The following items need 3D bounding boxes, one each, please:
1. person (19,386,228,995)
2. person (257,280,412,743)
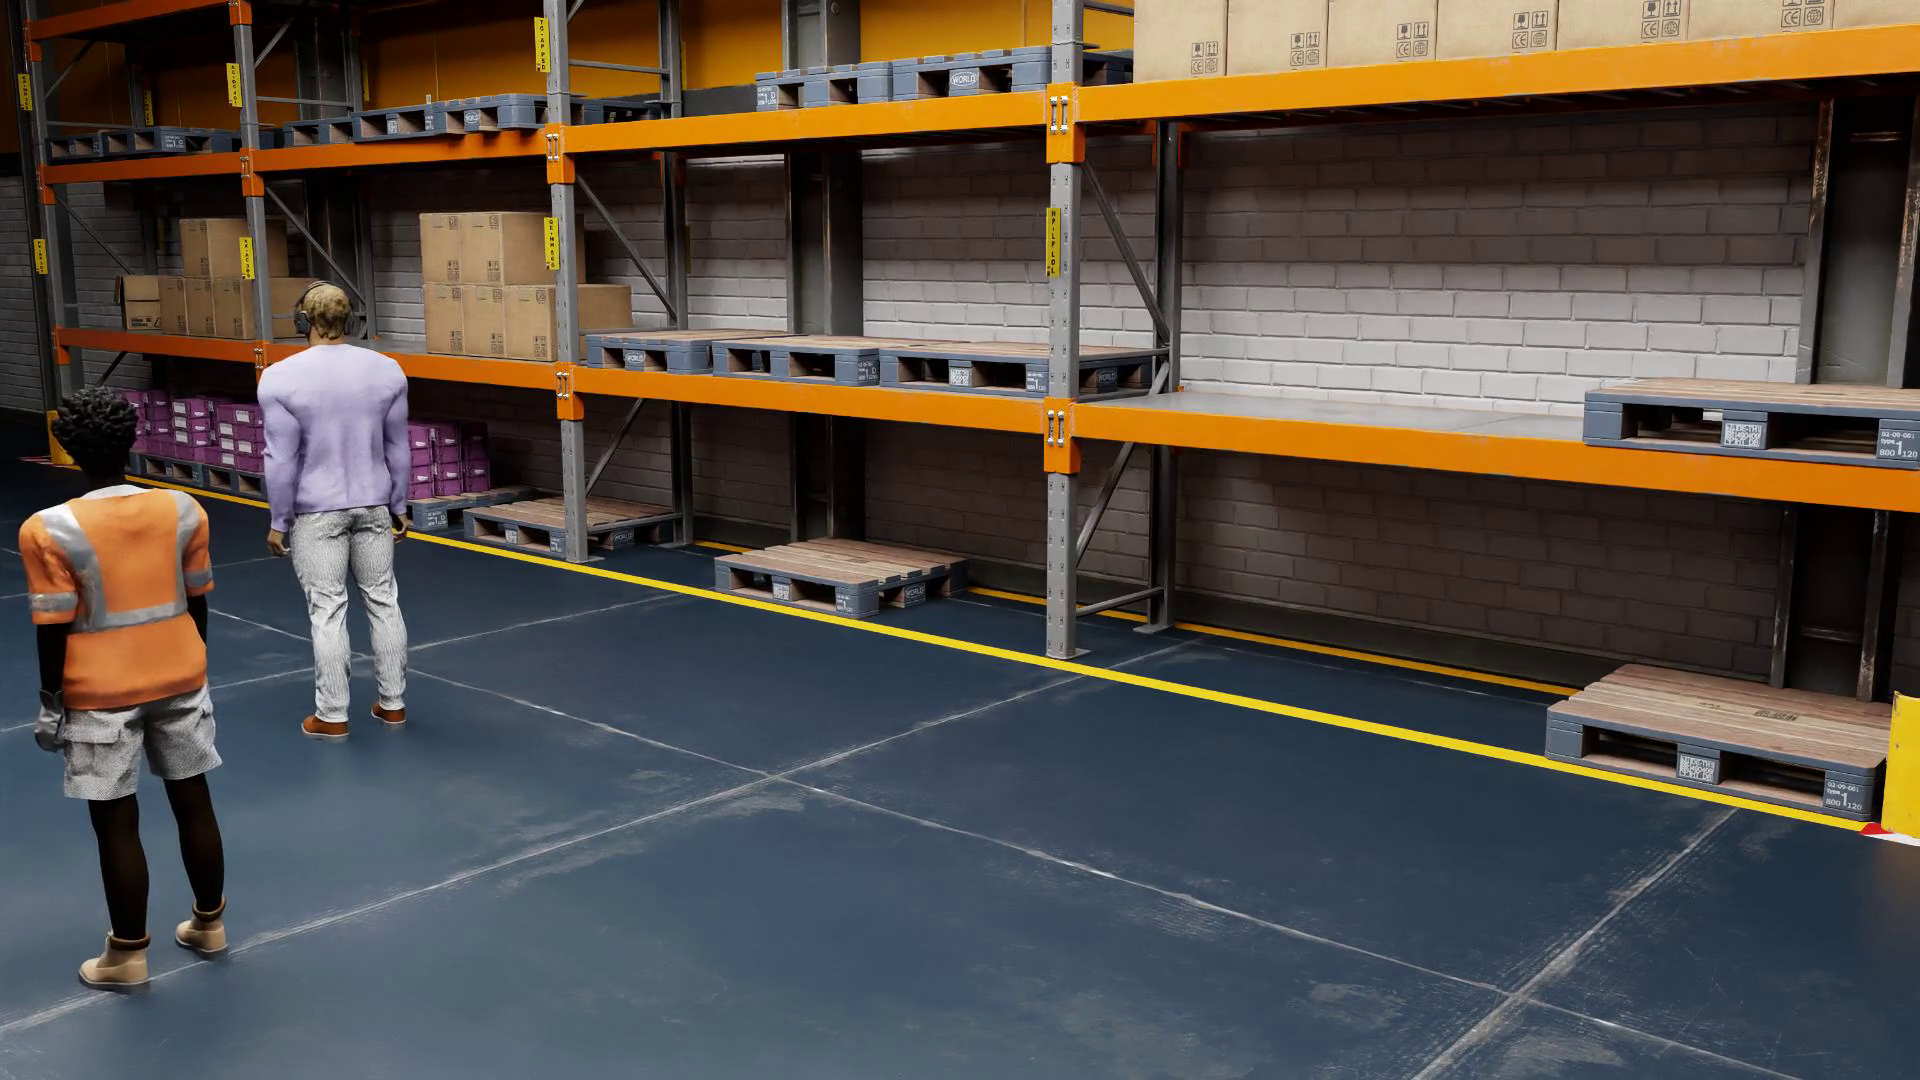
[{"bbox_3d":[-2.329,0.420,4.664,0.322,1.698,0.534,7,12,33],"label":"person"},{"bbox_3d":[-2.616,-0.114,7.018,0.627,1.941,0.370,-9,13,-42],"label":"person"}]
